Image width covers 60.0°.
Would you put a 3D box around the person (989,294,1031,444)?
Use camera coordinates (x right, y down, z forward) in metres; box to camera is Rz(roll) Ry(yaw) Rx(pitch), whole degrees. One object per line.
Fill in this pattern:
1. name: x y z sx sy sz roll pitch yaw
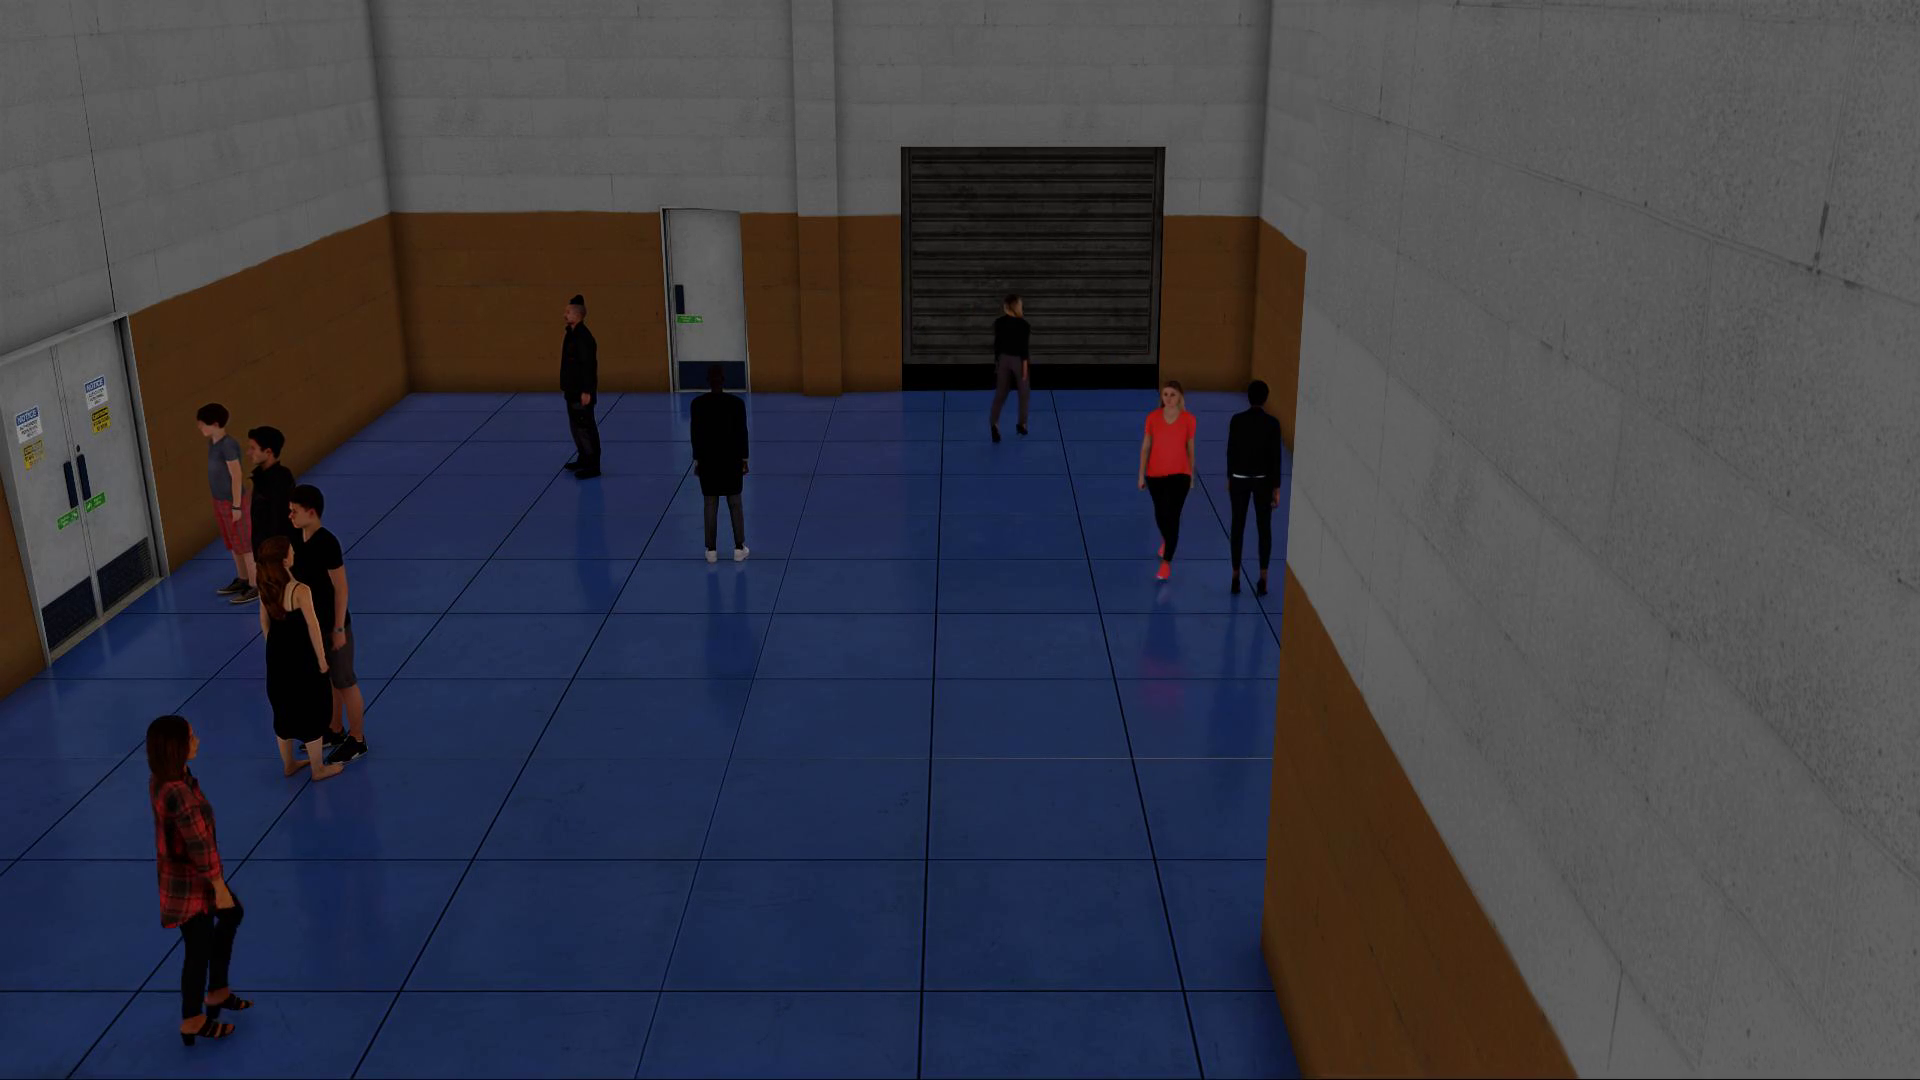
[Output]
1. person: 0.524 -1.831 18.155 1.053 1.636 0.950 9 21 24

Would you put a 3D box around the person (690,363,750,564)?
1. person: -2.102 -0.676 14.534 0.500 1.761 0.717 -1 19 -4

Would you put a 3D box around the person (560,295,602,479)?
1. person: -3.891 -1.587 17.044 0.830 1.862 0.861 -10 21 -27

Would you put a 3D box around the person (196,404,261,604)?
1. person: -5.968 -0.315 13.621 0.714 1.648 0.668 -16 24 -39

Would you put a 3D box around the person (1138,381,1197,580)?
1. person: 1.805 -0.549 14.332 1.165 1.650 0.918 6 20 17

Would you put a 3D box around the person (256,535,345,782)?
1. person: -4.237 0.742 10.544 0.606 1.624 0.711 7 20 19

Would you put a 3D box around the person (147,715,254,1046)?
1. person: -3.697 1.627 7.815 0.791 1.691 0.752 -13 22 -33

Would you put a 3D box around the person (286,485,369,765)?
1. person: -4.120 0.528 10.808 0.738 1.861 0.825 15 24 37

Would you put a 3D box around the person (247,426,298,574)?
1. person: -4.833 0.117 11.895 0.772 1.946 0.787 -10 21 -27

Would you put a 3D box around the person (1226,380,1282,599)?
1. person: 2.371 -0.409 13.628 0.603 1.835 0.747 6 20 18
